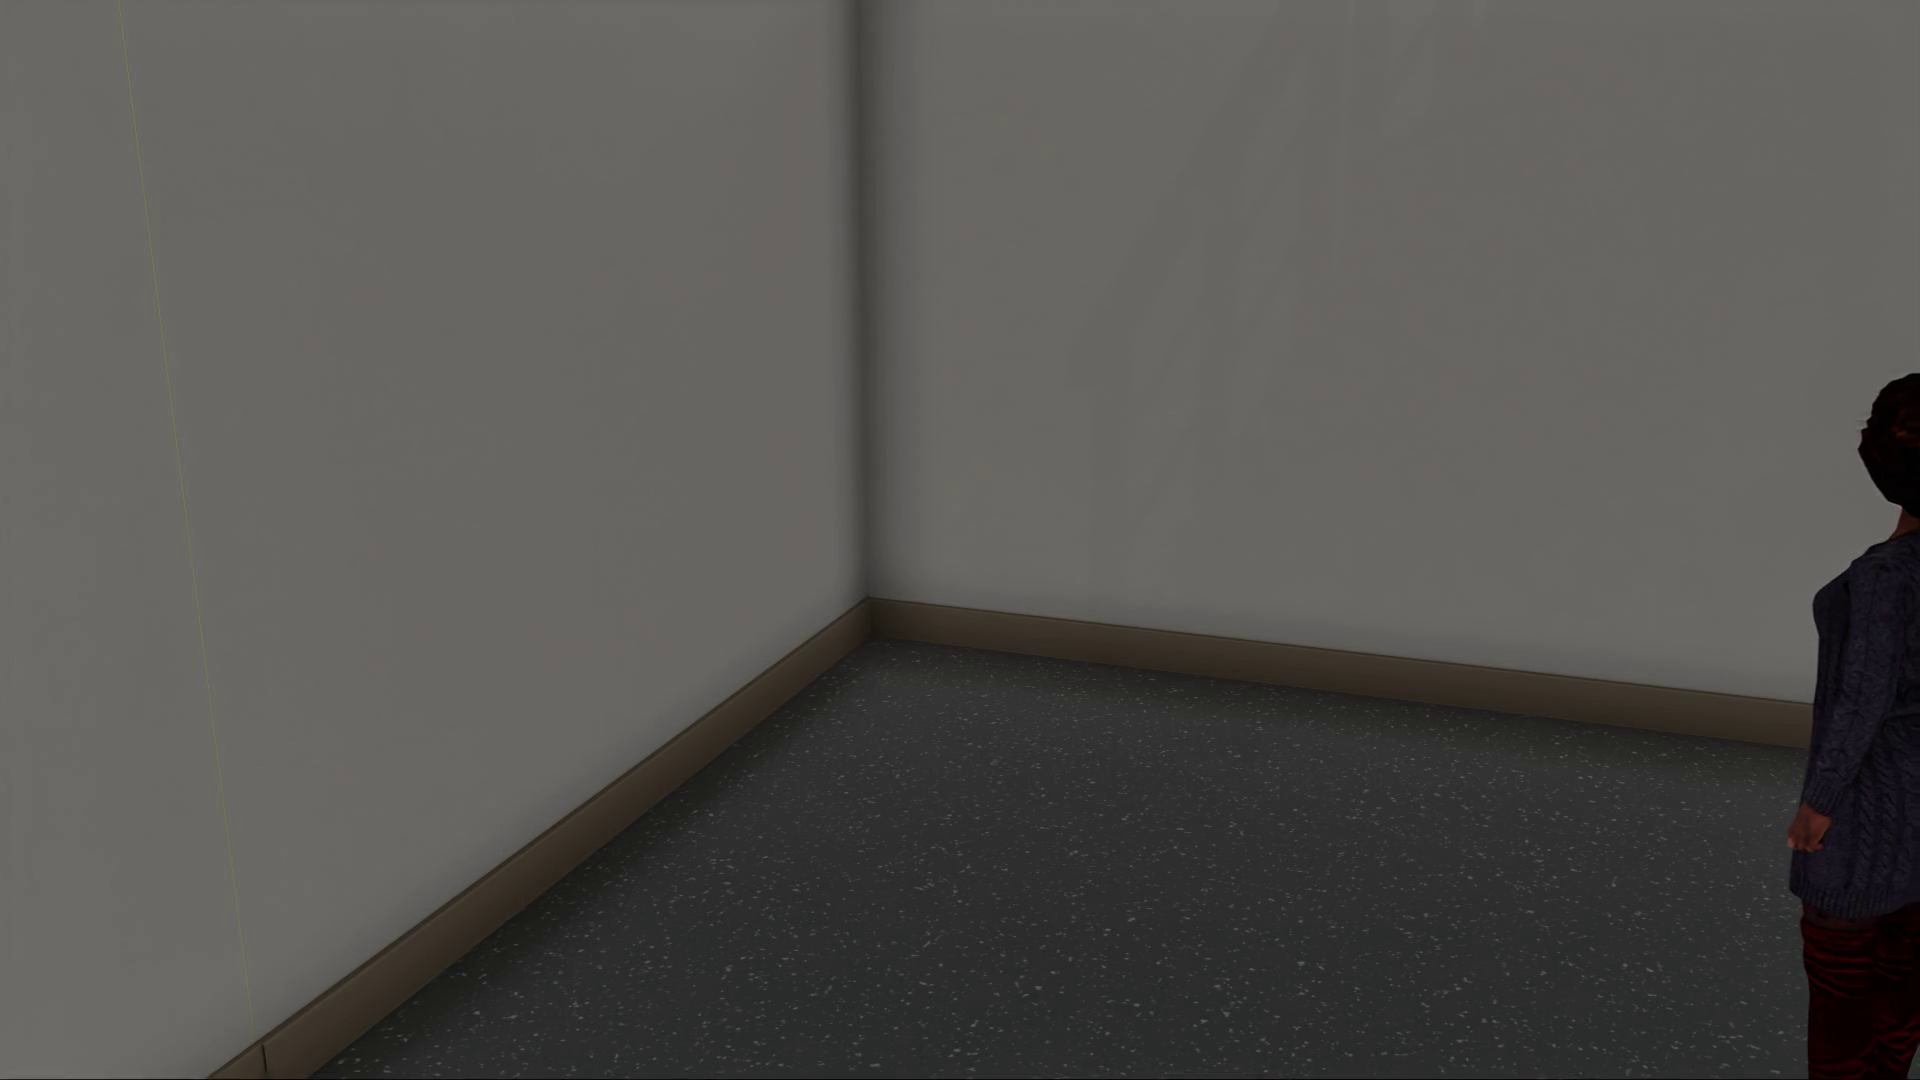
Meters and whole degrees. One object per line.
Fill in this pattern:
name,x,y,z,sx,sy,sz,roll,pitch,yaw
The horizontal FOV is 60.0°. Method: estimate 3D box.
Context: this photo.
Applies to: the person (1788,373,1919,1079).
person,1.848,0.515,3.332,0.640,1.710,0.728,-10,18,-31
